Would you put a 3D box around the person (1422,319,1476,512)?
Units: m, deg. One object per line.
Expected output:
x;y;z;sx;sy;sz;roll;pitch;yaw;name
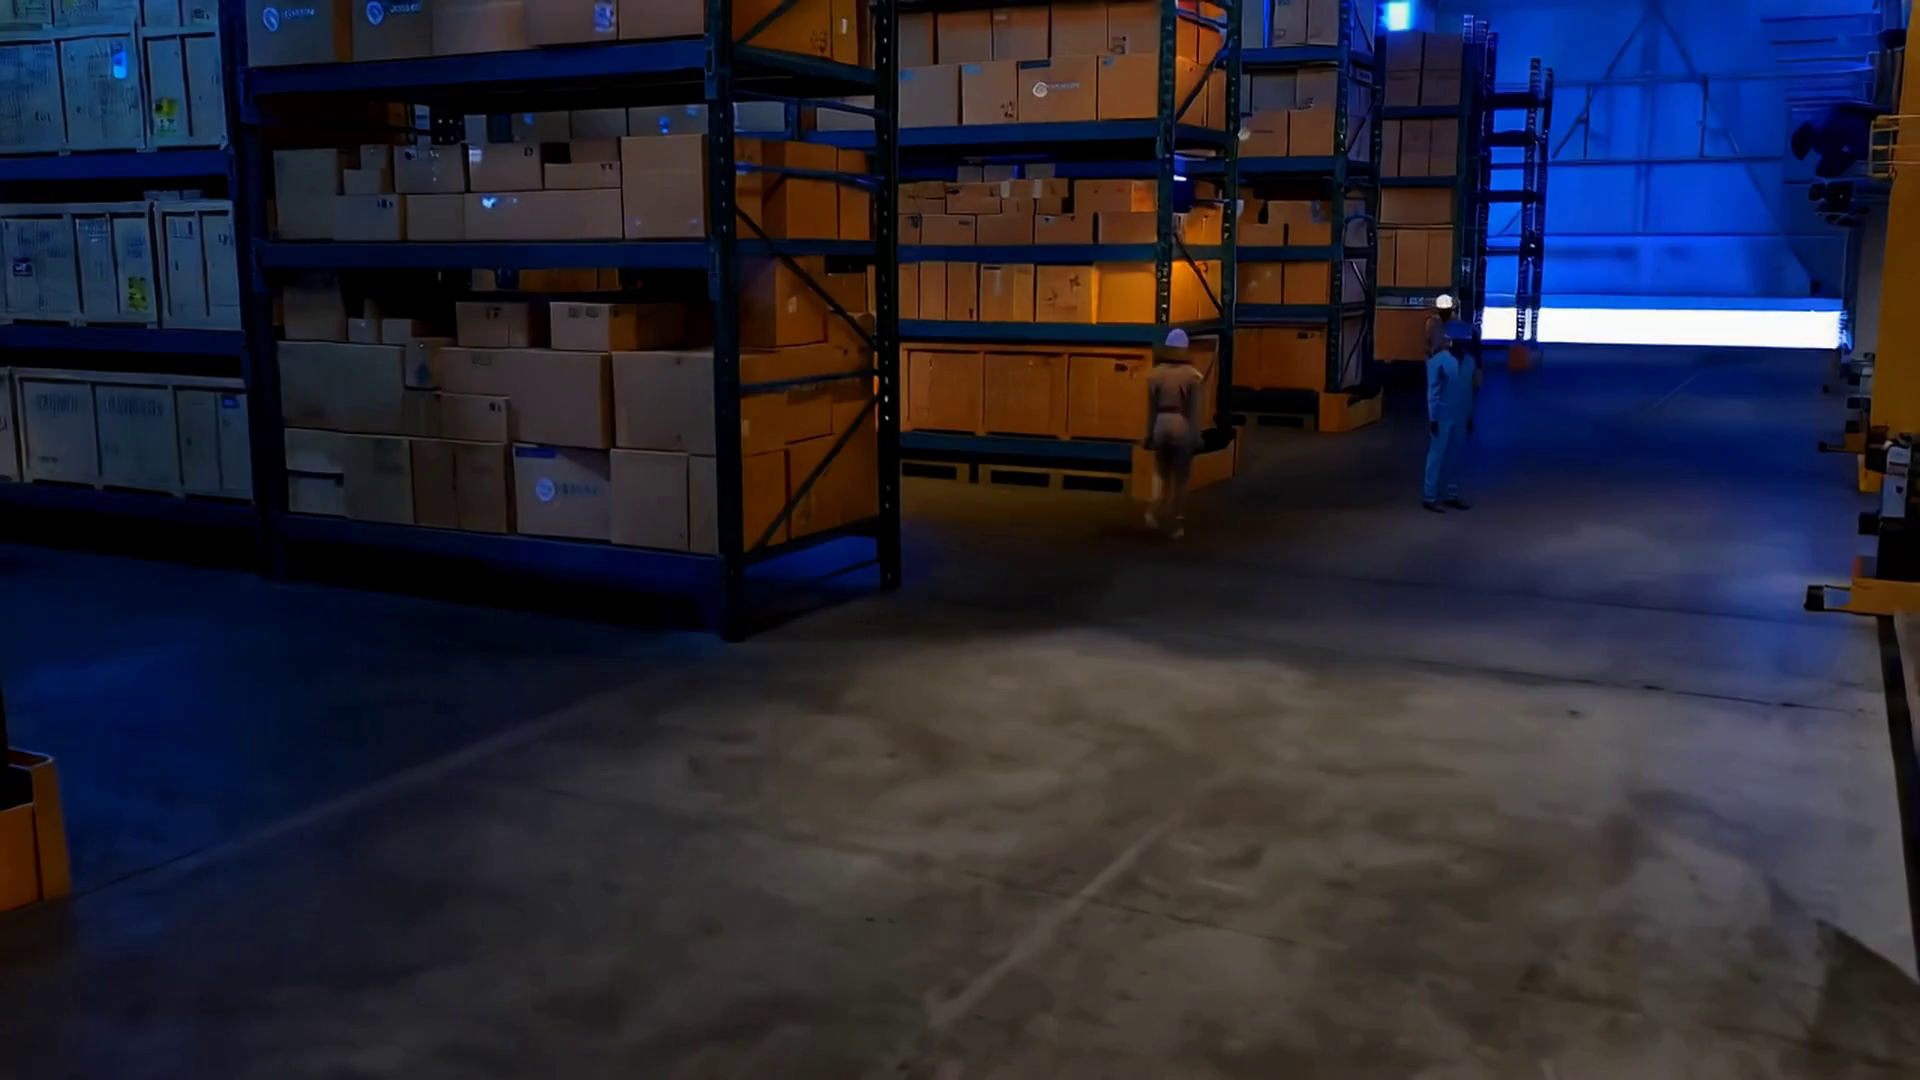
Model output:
4.458;-1.122;15.034;0.572;1.743;0.349;-6;11;-29;person

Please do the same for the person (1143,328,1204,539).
1.741;-0.860;13.572;0.489;1.729;0.388;5;11;27;person

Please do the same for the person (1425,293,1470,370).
6.681;-2.488;22.799;0.609;1.797;0.671;4;11;23;person
